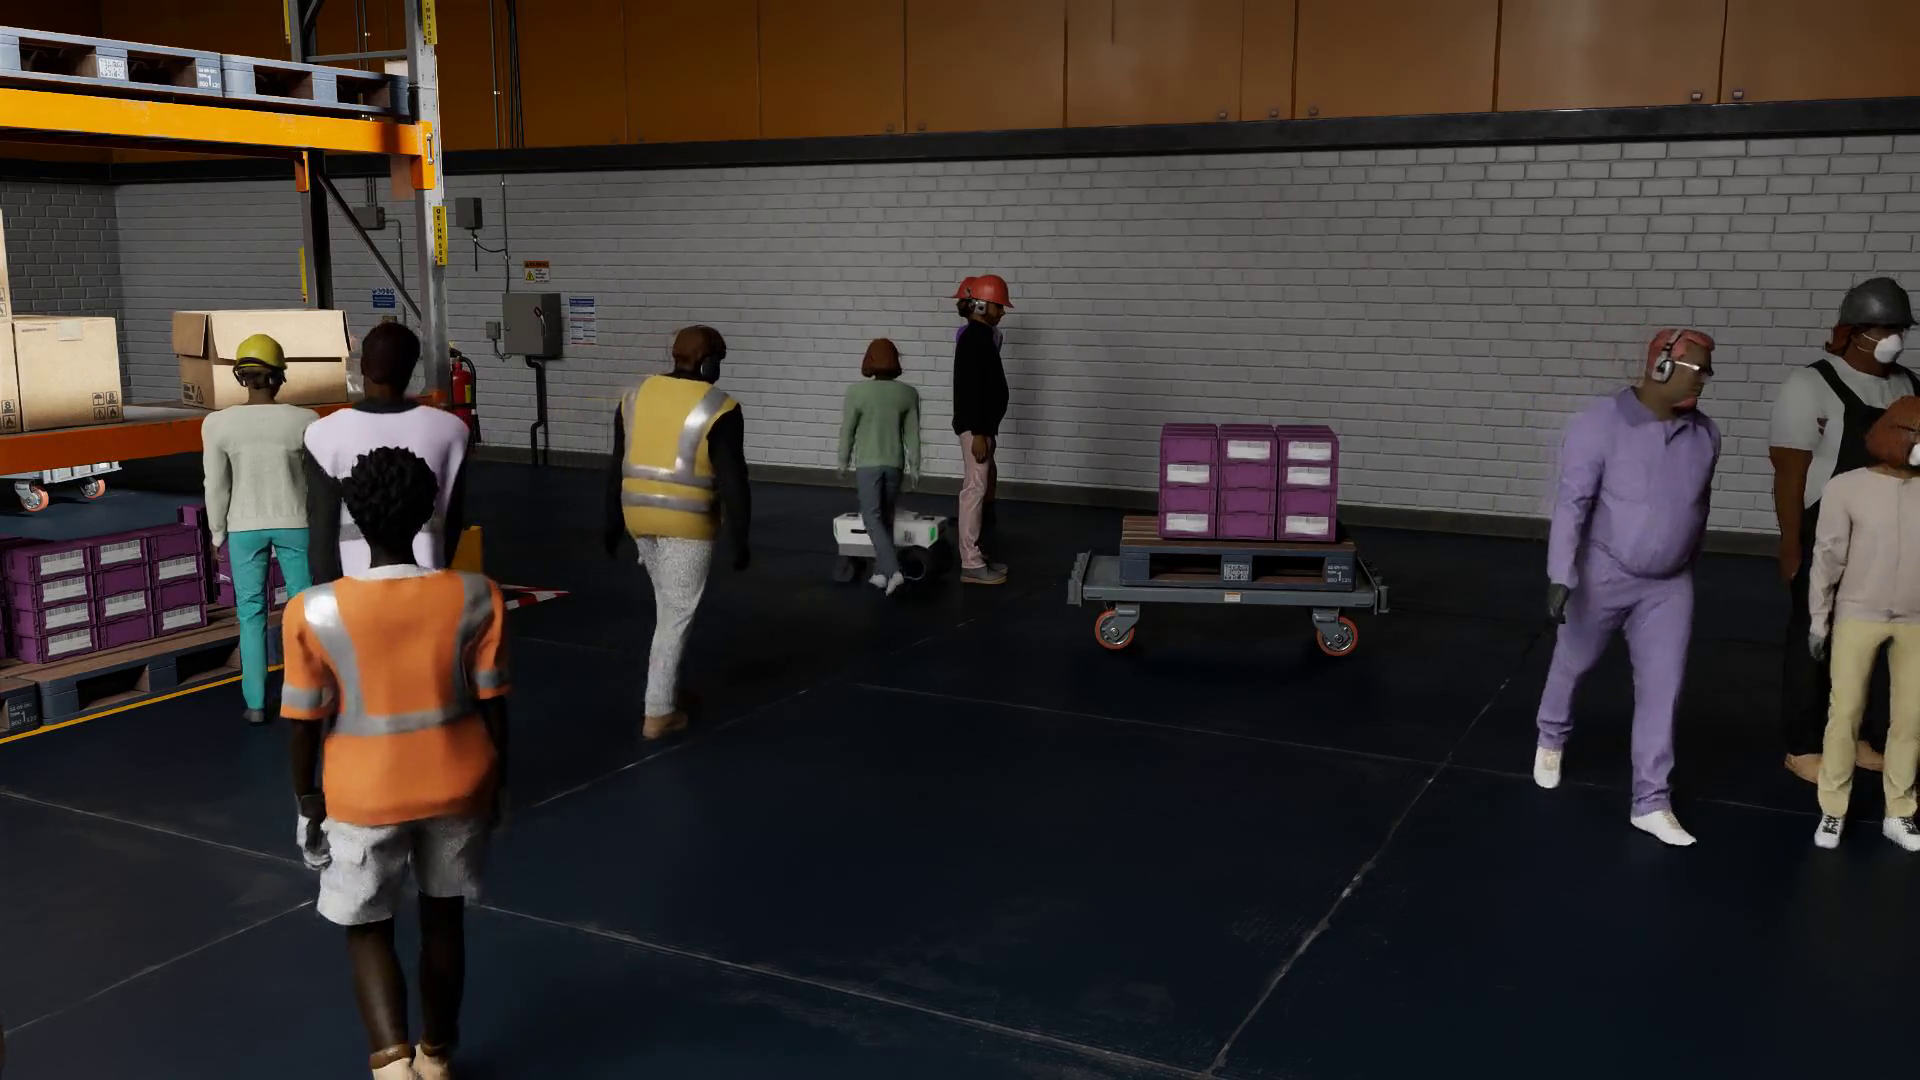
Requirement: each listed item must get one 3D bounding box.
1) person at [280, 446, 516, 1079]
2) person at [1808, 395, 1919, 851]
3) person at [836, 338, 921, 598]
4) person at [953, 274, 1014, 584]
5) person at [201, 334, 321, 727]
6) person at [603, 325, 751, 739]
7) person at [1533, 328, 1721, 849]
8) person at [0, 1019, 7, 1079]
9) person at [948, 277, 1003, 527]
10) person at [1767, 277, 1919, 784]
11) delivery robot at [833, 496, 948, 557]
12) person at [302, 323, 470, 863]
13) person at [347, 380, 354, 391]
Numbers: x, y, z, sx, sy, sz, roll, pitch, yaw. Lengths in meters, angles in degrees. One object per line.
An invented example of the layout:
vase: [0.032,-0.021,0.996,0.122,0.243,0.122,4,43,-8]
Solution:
person: [-1.301,0.621,3.941,0.540,1.678,0.661,-5,11,-27]
person: [3.289,0.305,5.913,0.532,1.631,0.288,2,10,12]
person: [-0.477,-0.440,10.341,0.494,1.616,0.738,-5,11,-28]
person: [0.150,-0.718,10.789,0.392,1.986,0.610,1,10,6]
person: [-3.112,-0.043,7.521,0.530,1.765,0.326,-3,10,-18]
person: [-1.210,-0.048,7.443,0.653,1.802,0.760,5,11,28]
person: [2.500,0.129,6.283,0.716,1.855,0.993,0,10,-3]
person: [-1.205,0.917,1.619,0.356,1.885,0.574,9,14,44]
person: [0.108,-1.068,12.942,0.350,1.942,0.545,5,11,28]
person: [3.637,-0.044,6.729,0.690,2.000,0.565,-3,10,-15]
delivery robot: [-0.452,-0.046,10.765,0.707,0.478,0.477,3,10,15]
person: [-2.073,0.165,6.001,0.588,1.869,0.865,-6,12,-32]
person: [-4.041,-0.509,10.724,0.862,1.588,0.557,-3,10,-17]
